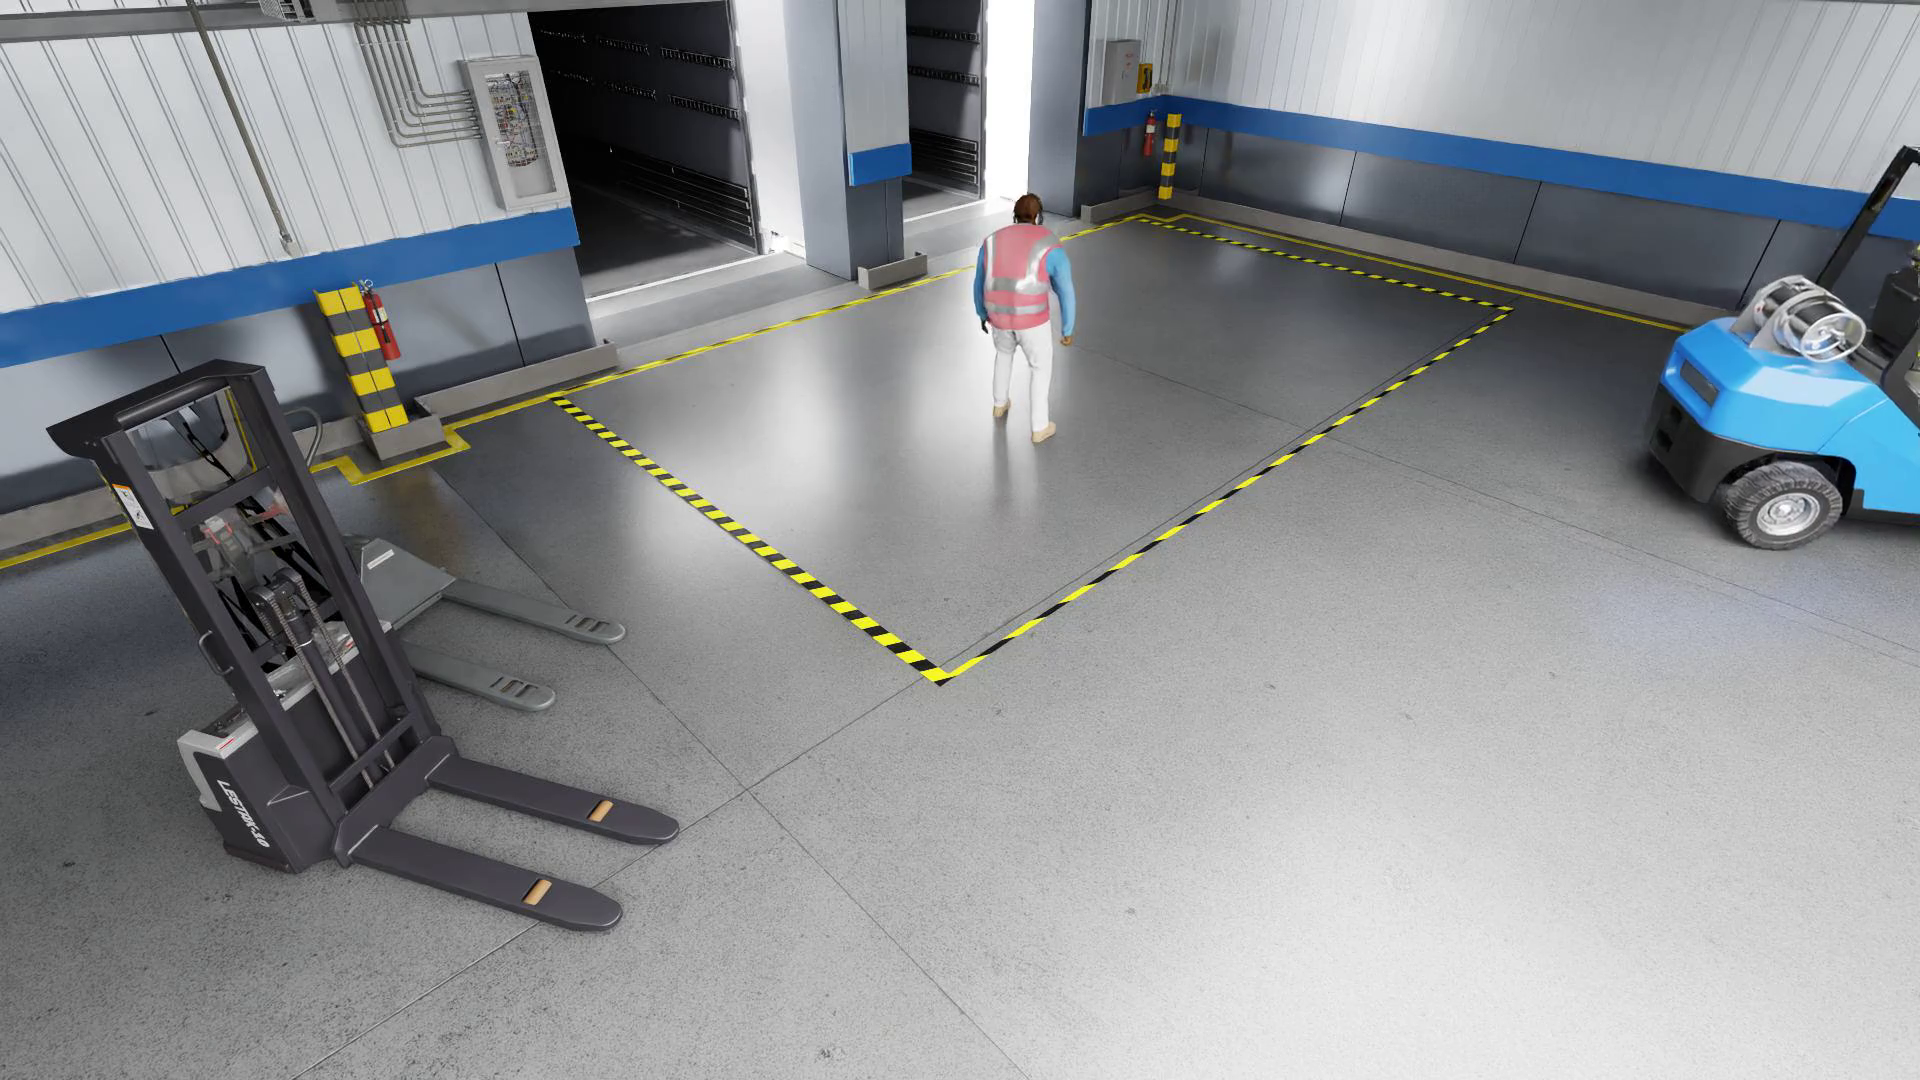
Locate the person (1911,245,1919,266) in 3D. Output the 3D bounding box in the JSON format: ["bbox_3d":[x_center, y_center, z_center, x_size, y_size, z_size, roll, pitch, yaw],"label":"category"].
[{"bbox_3d":[5.996,-1.290,5.222,1.004,1.293,0.635,8,35,11],"label":"person"}]

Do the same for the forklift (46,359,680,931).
[{"bbox_3d":[-2.135,0.422,3.354,1.885,1.965,0.823,10,35,14],"label":"forklift"}]

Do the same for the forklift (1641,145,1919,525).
[{"bbox_3d":[5.940,-1.147,5.345,2.680,2.036,1.157,8,35,11],"label":"forklift"}]

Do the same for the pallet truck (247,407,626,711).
[{"bbox_3d":[-2.628,0.038,4.590,1.601,1.201,0.680,12,36,18],"label":"pallet truck"}]

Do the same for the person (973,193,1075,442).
[{"bbox_3d":[0.451,-1.627,6.705,0.812,1.632,0.712,16,37,22],"label":"person"}]
